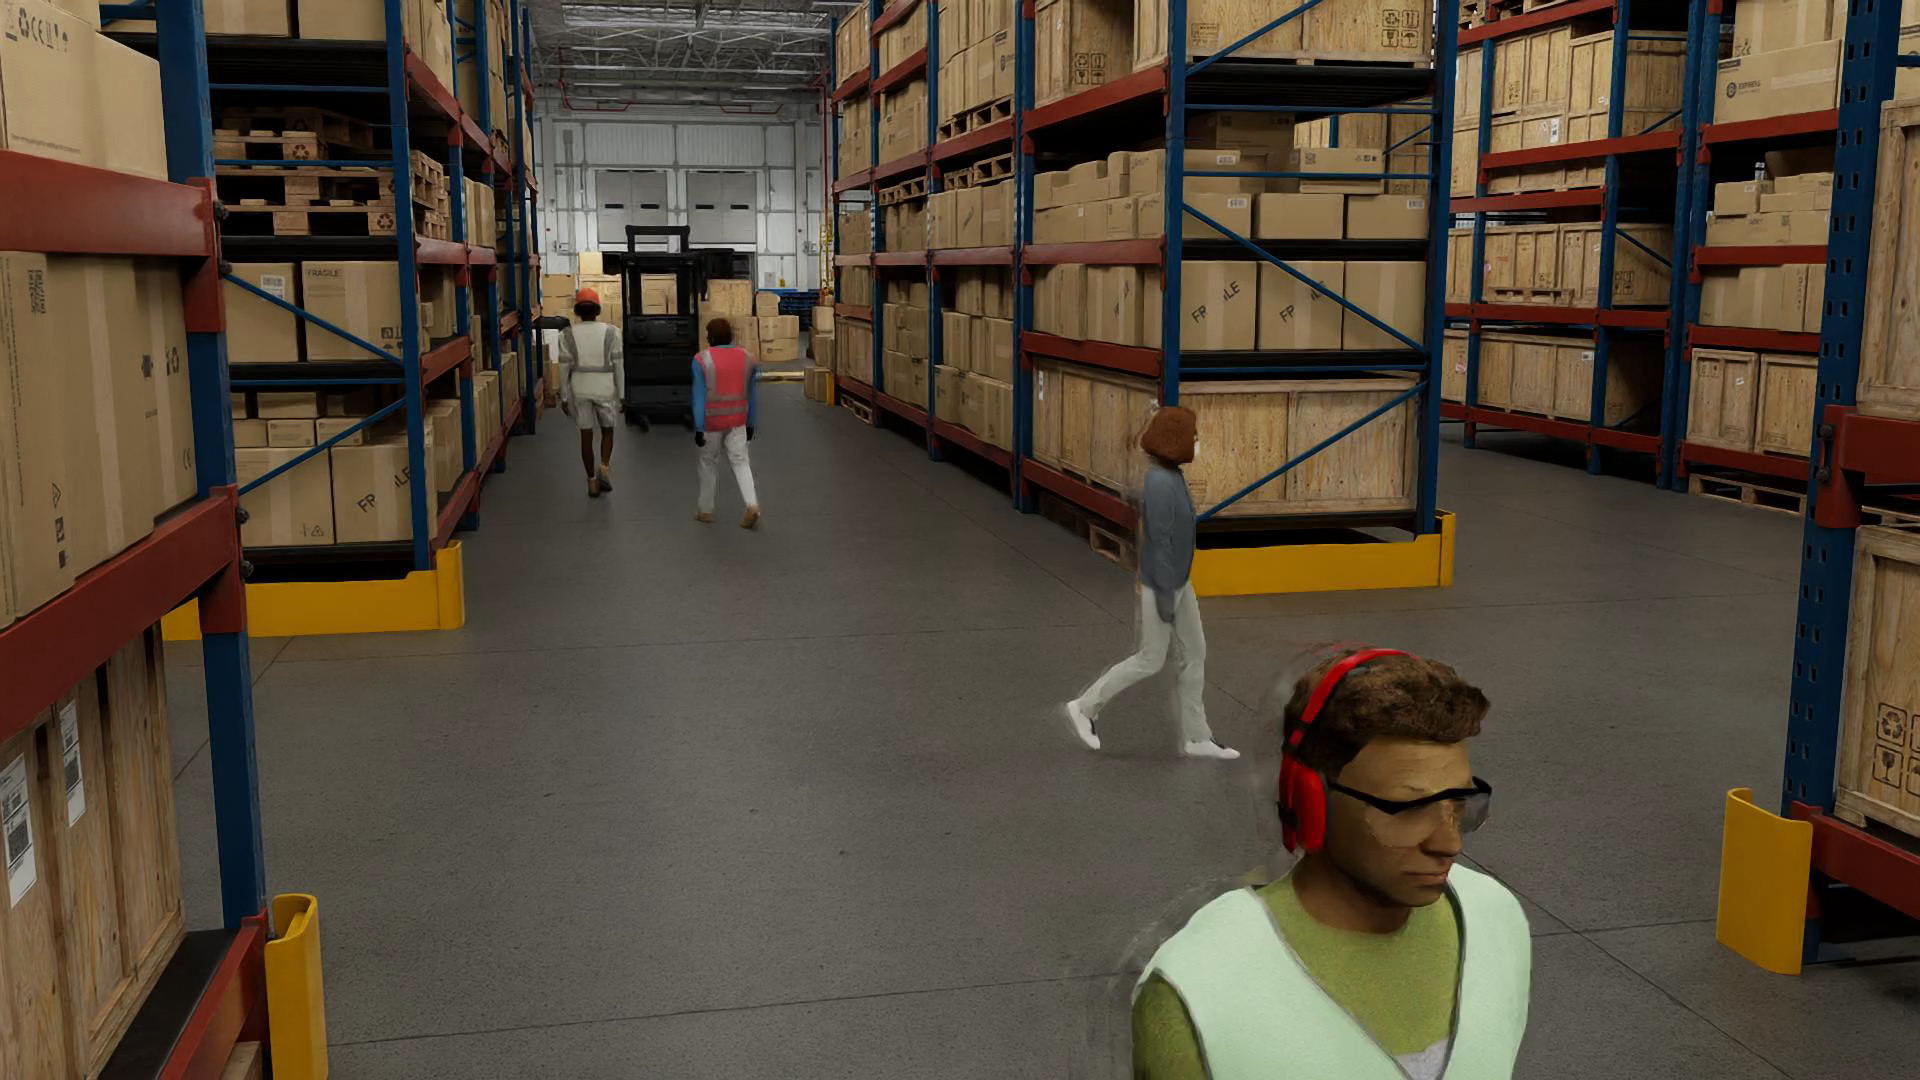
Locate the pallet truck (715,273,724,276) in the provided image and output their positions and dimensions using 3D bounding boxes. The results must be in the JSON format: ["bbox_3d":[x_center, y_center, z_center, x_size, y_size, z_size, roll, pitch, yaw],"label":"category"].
[{"bbox_3d":[-8.580,-8.986,62.280,1.885,1.965,0.823,1,9,5],"label":"pallet truck"}]

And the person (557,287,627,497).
[{"bbox_3d":[-3.564,-1.430,16.125,0.645,2.027,0.477,-2,9,-11],"label":"person"}]

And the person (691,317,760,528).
[{"bbox_3d":[-1.998,-1.003,14.226,0.637,1.806,0.931,-6,11,-34],"label":"person"}]

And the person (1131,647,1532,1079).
[{"bbox_3d":[0.406,0.996,2.000,0.575,1.816,0.841,-5,11,-30],"label":"person"}]

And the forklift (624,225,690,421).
[{"bbox_3d":[-4.418,-3.225,24.482,1.129,2.768,1.873,-2,10,-12],"label":"forklift"}]

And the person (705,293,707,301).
[{"bbox_3d":[-6.174,-5.632,42.115,0.590,1.910,0.388,-5,11,-27],"label":"person"}]

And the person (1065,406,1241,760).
[{"bbox_3d":[0.878,0.195,7.472,0.736,1.609,0.504,3,10,19],"label":"person"}]

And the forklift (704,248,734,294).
[{"bbox_3d":[-7.619,-7.879,52.846,1.129,2.768,1.873,-7,12,-38],"label":"forklift"}]
